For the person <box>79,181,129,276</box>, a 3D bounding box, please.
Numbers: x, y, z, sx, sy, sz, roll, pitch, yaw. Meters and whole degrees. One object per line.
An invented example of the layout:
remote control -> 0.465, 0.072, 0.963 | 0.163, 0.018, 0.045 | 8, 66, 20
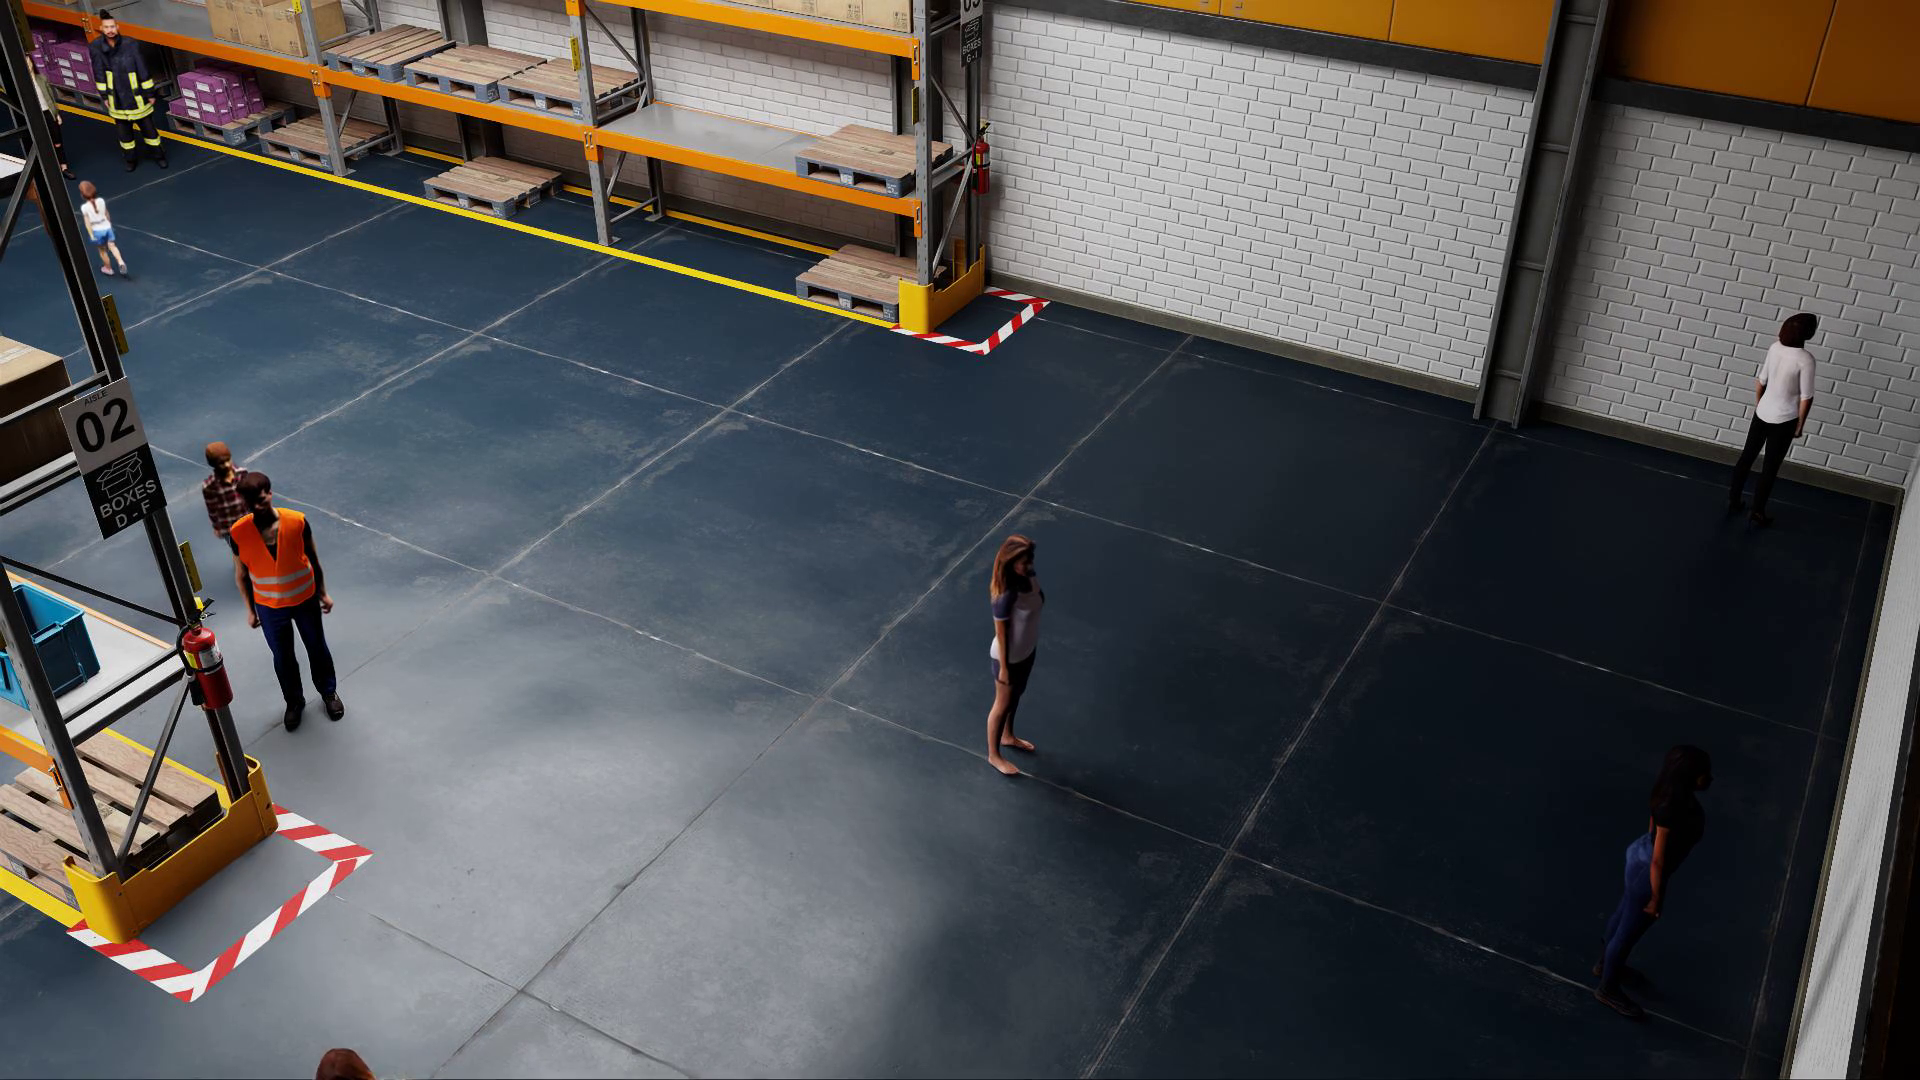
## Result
person -> -8.700, -3.149, 16.880 | 0.622, 1.013, 0.463 | 22, 39, 29

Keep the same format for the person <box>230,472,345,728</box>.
person -> -4.378, 0.362, 10.811 | 0.802, 1.884, 0.839 | -13, 36, -18

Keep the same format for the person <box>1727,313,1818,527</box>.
person -> 6.284, -0.932, 12.837 | 0.746, 1.795, 0.642 | -15, 36, -21

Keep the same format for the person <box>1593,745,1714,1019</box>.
person -> 3.651, 1.771, 8.822 | 0.557, 1.739, 0.585 | 14, 36, 20

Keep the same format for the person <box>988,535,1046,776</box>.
person -> 0.330, 0.691, 10.455 | 0.540, 1.730, 0.597 | 15, 37, 22

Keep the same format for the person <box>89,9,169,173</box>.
person -> -9.618, -5.189, 19.188 | 0.882, 1.856, 0.939 | -9, 35, -13

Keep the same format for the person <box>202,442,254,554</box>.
person -> -5.303, -0.164, 12.135 | 0.652, 1.294, 0.799 | -27, 42, -34

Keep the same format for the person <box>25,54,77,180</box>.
person -> -10.484, -4.819, 18.973 | 0.630, 1.476, 0.598 | -28, 43, -35
